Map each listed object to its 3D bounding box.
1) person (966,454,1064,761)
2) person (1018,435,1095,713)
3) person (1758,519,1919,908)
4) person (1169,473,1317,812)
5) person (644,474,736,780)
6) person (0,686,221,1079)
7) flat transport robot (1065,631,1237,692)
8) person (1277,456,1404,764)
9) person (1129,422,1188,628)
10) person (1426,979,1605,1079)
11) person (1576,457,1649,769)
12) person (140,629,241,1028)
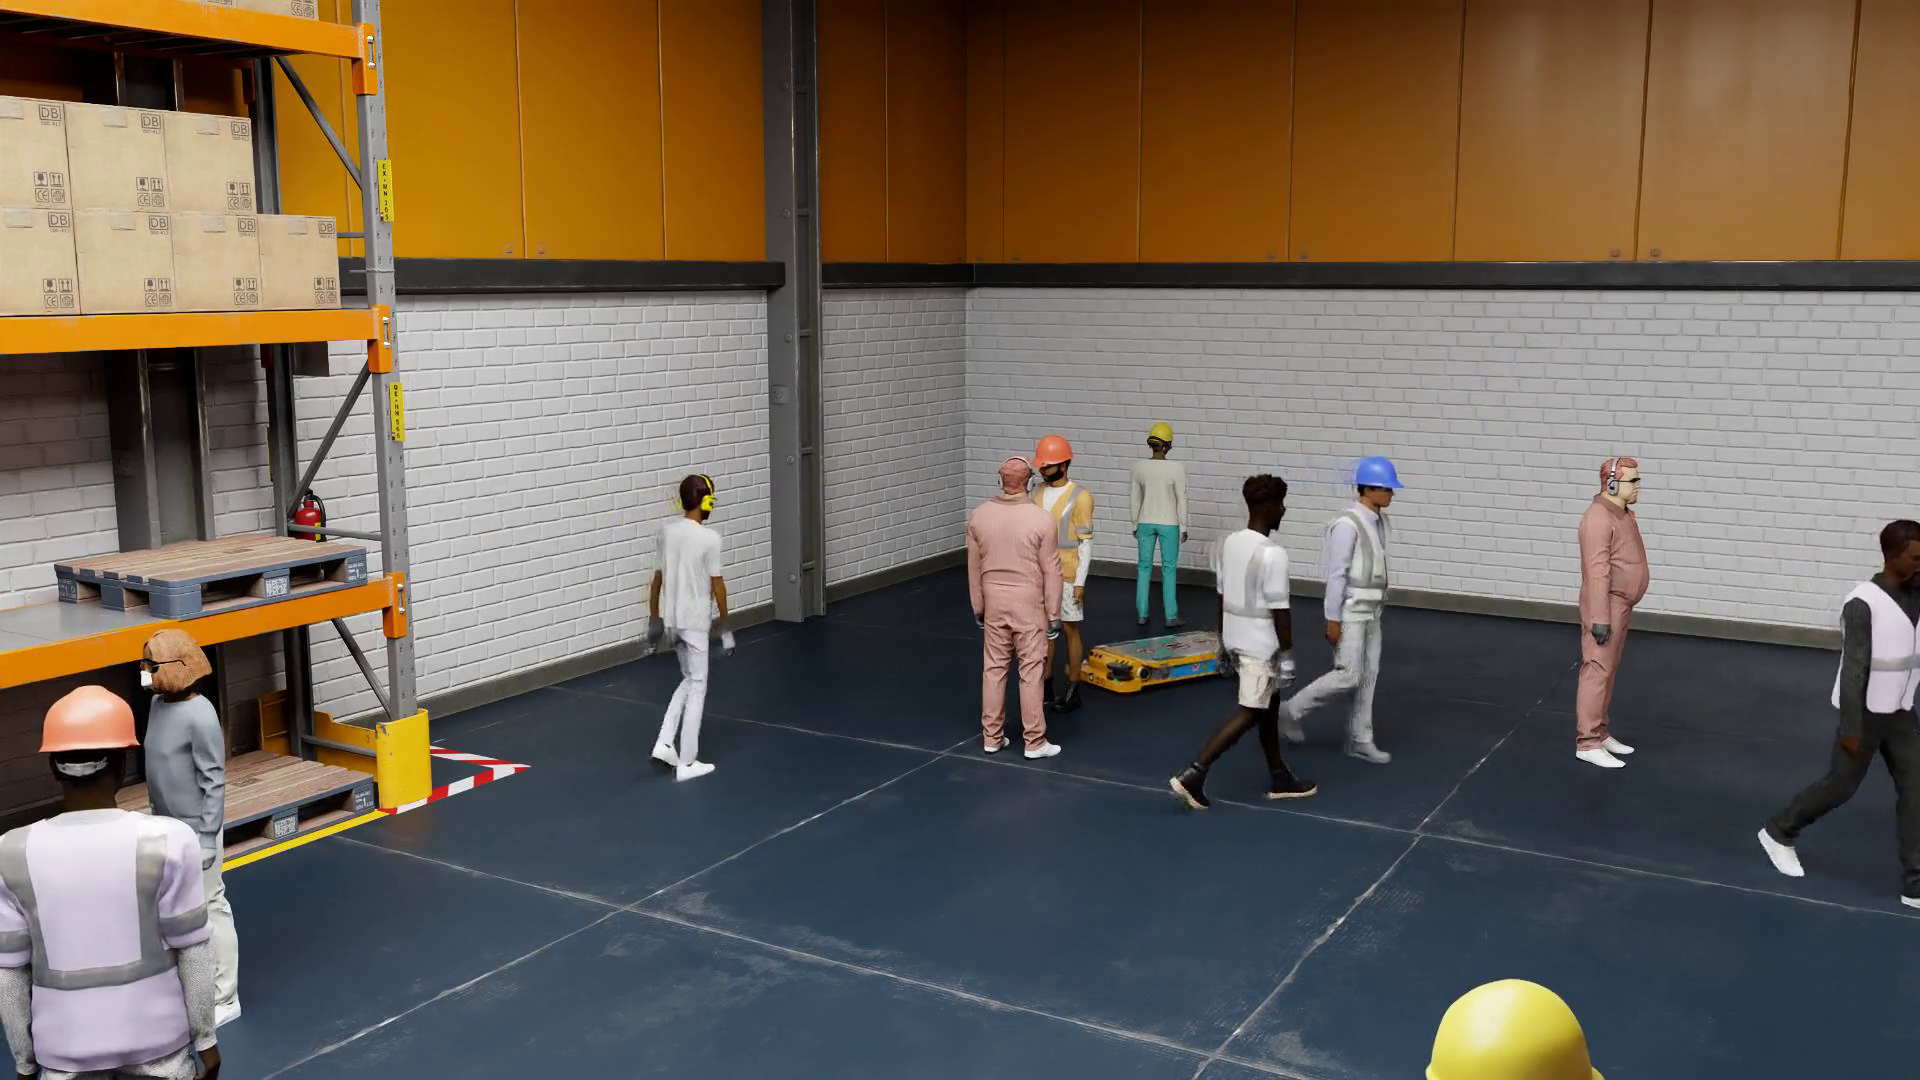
[{"bbox_3d":[0.368,0.420,10.404,0.651,1.913,0.409,5,11,30],"label":"person"},{"bbox_3d":[0.658,0.233,11.516,0.374,1.928,0.542,-9,13,-44],"label":"person"},{"bbox_3d":[4.401,0.813,8.063,0.605,1.883,0.961,-5,10,-30],"label":"person"},{"bbox_3d":[1.616,0.577,9.378,0.952,1.932,0.610,-3,10,-19],"label":"person"},{"bbox_3d":[-1.619,0.524,9.994,0.513,1.843,0.431,7,11,36],"label":"person"},{"bbox_3d":[-2.310,1.349,4.549,0.542,1.930,0.367,-2,9,-15],"label":"person"},{"bbox_3d":[1.562,0.900,12.509,1.431,0.197,0.652,-6,11,-31],"label":"flat transport robot"},{"bbox_3d":[2.385,0.424,10.317,0.684,1.931,0.628,7,11,36],"label":"person"},{"bbox_3d":[1.708,-0.126,14.258,0.524,1.770,0.315,5,10,27],"label":"person"},{"bbox_3d":[0.844,1.642,2.719,0.370,1.929,0.585,-5,11,-31],"label":"person"},{"bbox_3d":[4.044,0.436,10.318,0.410,1.909,0.642,5,11,30],"label":"person"},{"bbox_3d":[-3.107,1.157,6.665,0.499,1.634,0.279,8,12,40],"label":"person"}]
